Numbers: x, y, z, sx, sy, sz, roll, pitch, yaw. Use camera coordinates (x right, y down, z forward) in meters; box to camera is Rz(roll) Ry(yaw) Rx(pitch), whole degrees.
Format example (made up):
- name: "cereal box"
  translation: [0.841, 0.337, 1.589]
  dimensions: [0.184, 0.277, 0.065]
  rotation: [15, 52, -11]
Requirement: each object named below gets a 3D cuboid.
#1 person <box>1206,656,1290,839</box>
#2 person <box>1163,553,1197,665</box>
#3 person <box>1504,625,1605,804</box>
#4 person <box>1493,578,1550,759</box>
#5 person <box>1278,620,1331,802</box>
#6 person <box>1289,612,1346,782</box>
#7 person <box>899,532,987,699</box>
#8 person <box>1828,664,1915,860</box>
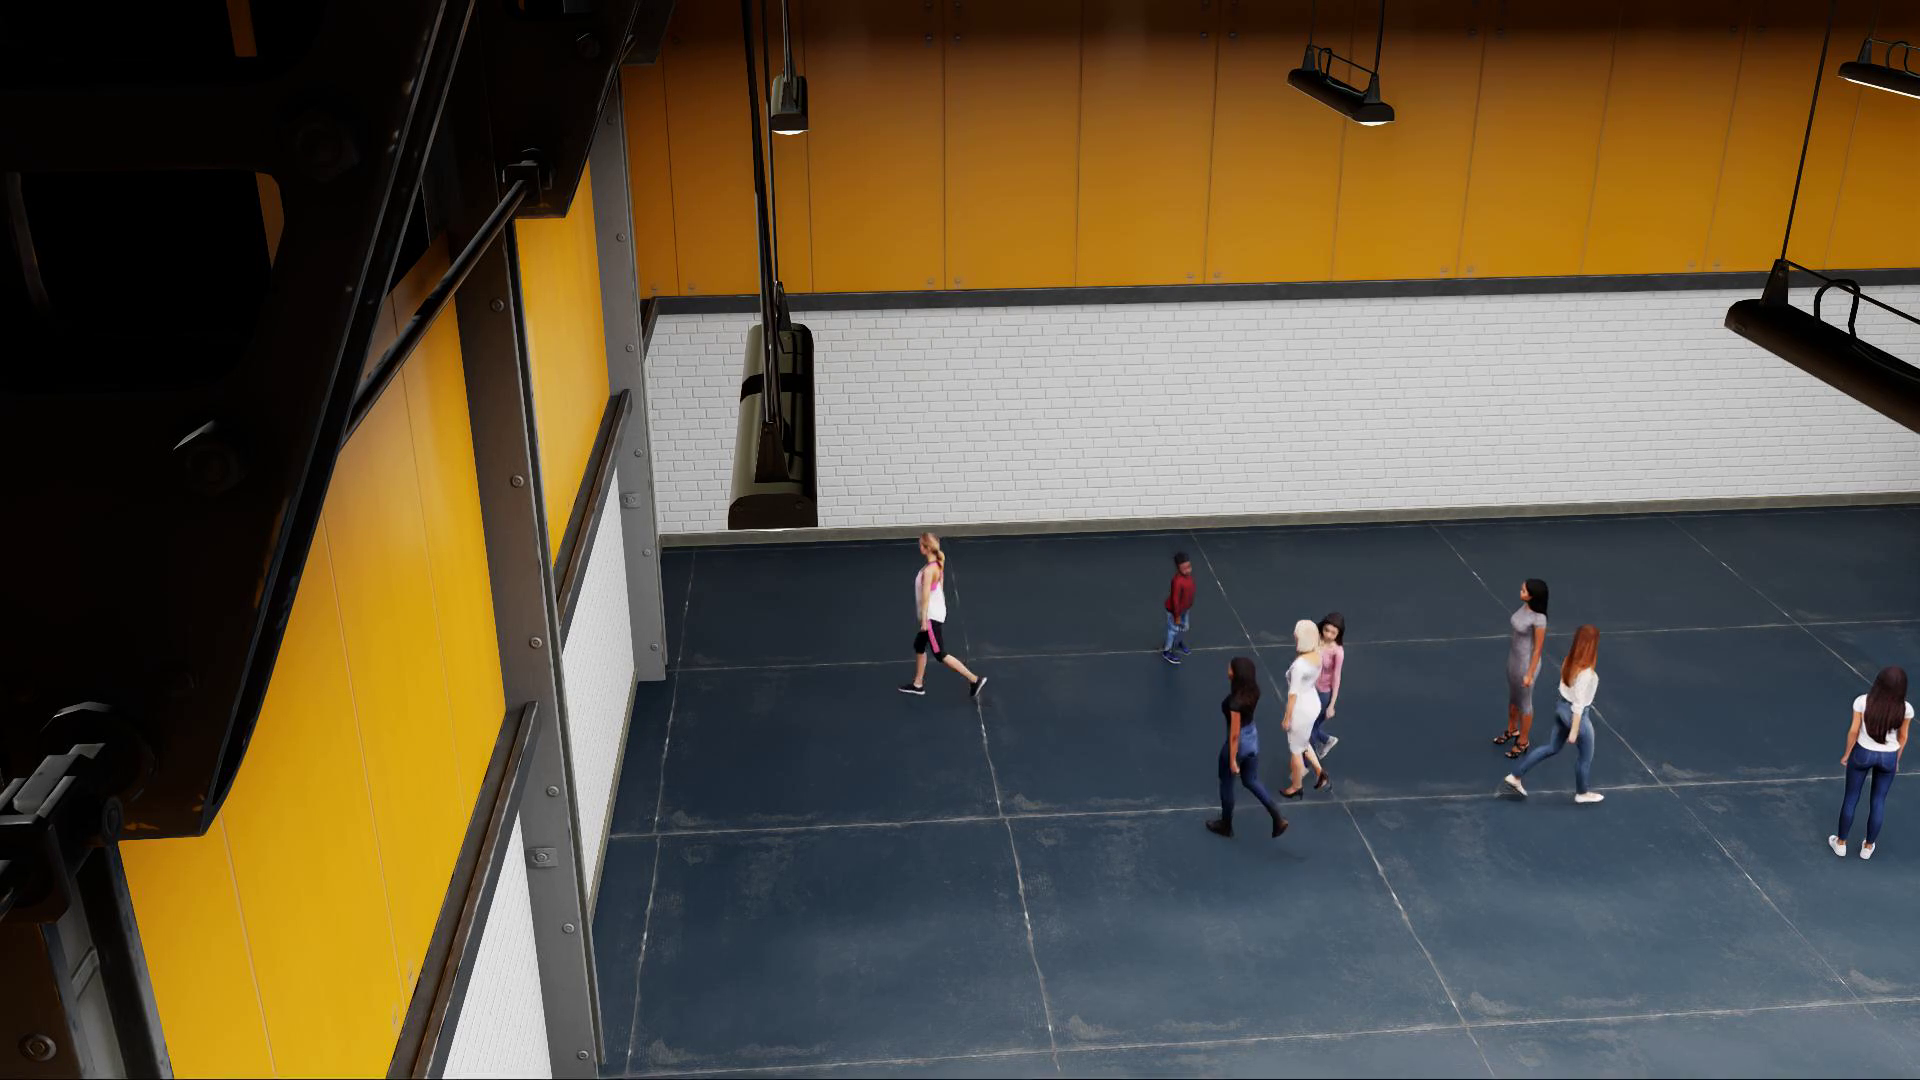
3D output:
- name: "person"
  translation: [2.418, 1.775, 13.845]
  dimensions: [1.019, 1.719, 0.941]
  rotation: [19, 30, 37]
- name: "person"
  translation: [2.207, 0.667, 16.982]
  dimensions: [0.698, 1.237, 0.632]
  rotation: [10, 26, 22]
- name: "person"
  translation: [5.204, 1.539, 14.418]
  dimensions: [0.655, 1.691, 1.031]
  rotation: [-1, 24, -3]
- name: "person"
  translation: [5.161, 1.155, 15.185]
  dimensions: [0.635, 1.780, 0.454]
  rotation: [-2, 24, -4]
- name: "person"
  translation: [3.044, 1.511, 14.419]
  dimensions: [0.805, 1.742, 0.749]
  rotation: [16, 28, 32]
- name: "person"
  translation: [3.253, 1.367, 14.782]
  dimensions: [0.889, 1.716, 0.853]
  rotation: [-13, 27, -27]
- name: "person"
  translation: [-0.166, 0.776, 16.085]
  dimensions: [0.930, 1.754, 1.141]
  rotation: [6, 24, 12]
- name: "person"
  translation: [7.511, 1.817, 13.677]
  dimensions: [0.663, 1.775, 0.658]
  rotation: [8, 25, 19]
